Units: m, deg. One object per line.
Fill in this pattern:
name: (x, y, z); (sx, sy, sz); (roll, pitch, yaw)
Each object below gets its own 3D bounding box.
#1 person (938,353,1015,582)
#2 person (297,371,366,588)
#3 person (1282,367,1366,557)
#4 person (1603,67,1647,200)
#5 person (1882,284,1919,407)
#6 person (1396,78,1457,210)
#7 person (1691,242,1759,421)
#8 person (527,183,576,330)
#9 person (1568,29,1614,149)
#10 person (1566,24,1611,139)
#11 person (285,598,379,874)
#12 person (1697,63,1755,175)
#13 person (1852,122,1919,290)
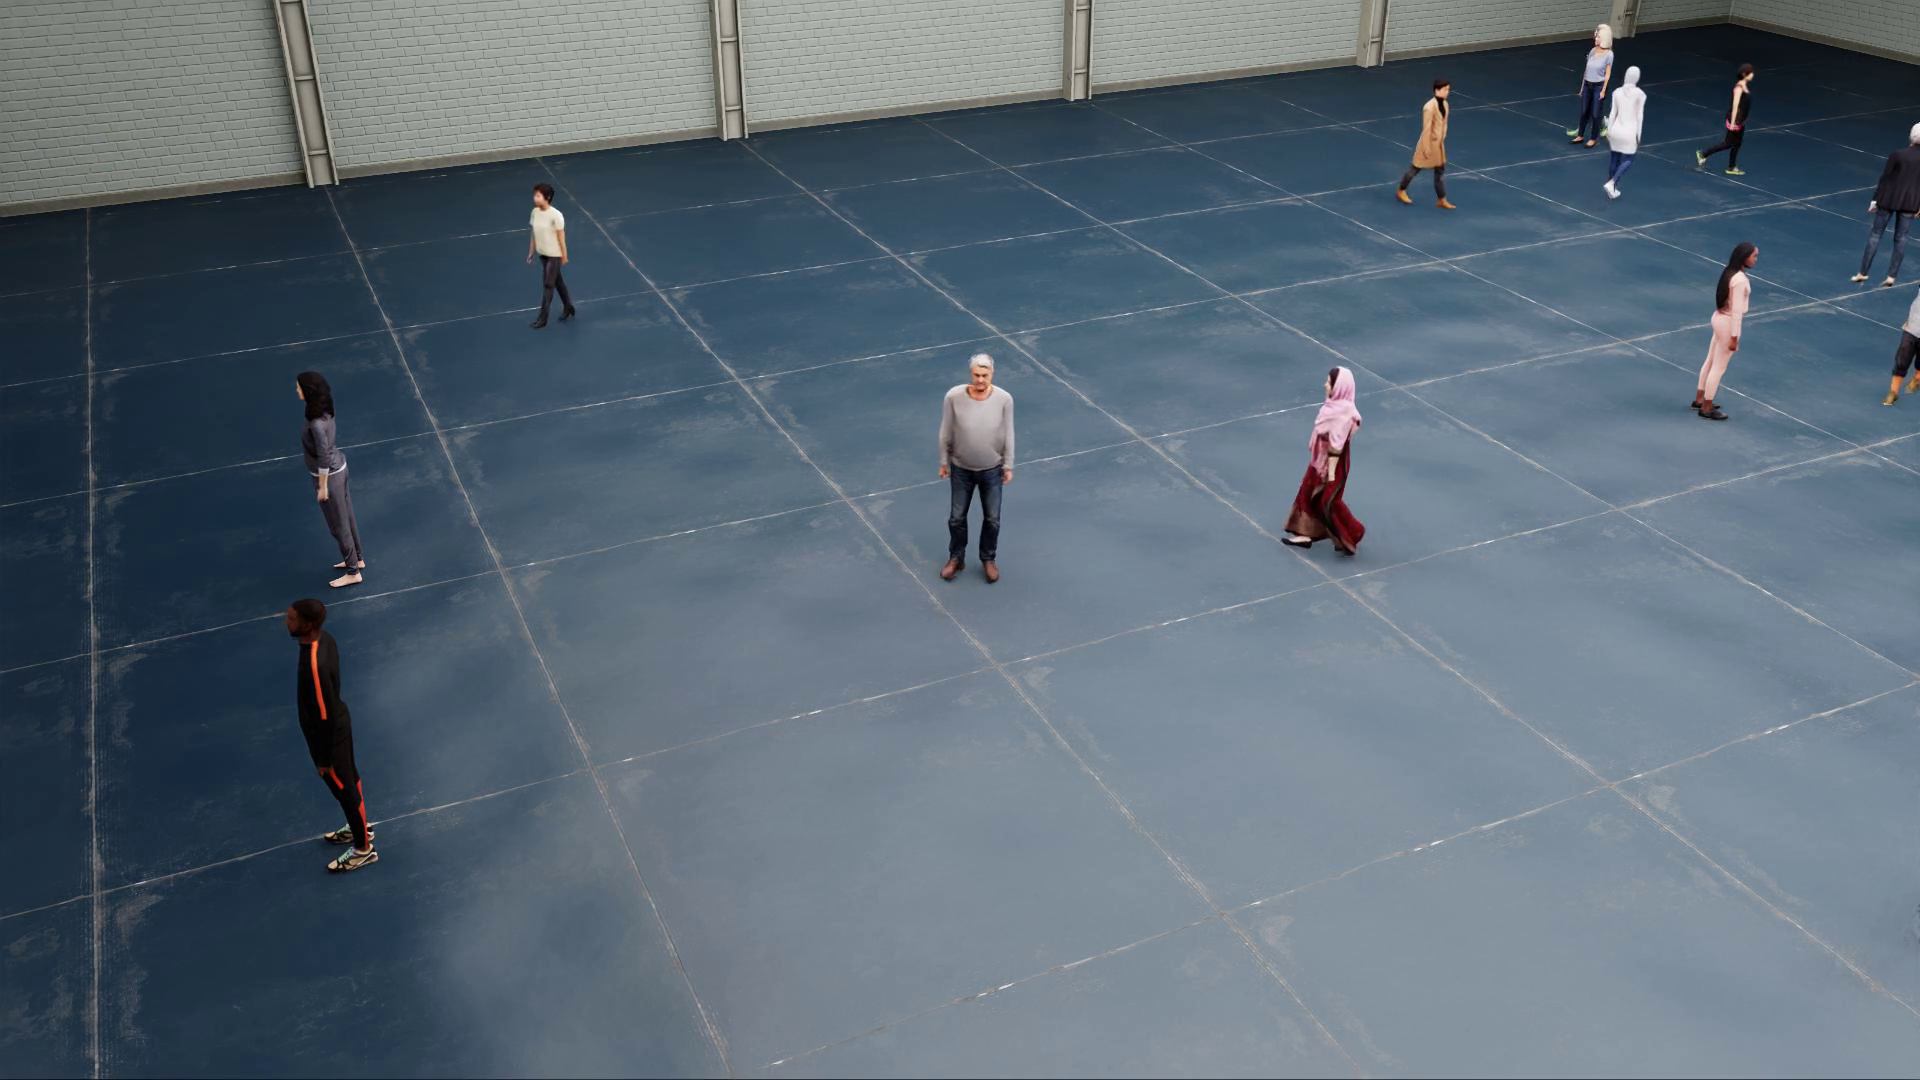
person: (0.118, -0.590, 12.990); (0.766, 1.904, 0.902); (3, 28, 6)
person: (-4.899, -0.489, 12.950); (0.605, 1.764, 0.654); (-4, 28, -8)
person: (3.028, -0.620, 13.348); (1.016, 1.622, 0.906); (3, 28, 6)
person: (8.803, -5.379, 22.127); (0.906, 1.769, 0.776); (-24, 36, -38)
person: (9.488, -2.101, 16.335); (0.812, 1.428, 1.071); (25, 37, 38)
person: (6.133, -5.228, 21.932); (1.152, 1.684, 0.960); (-23, 36, -36)
person: (7.285, -2.002, 15.835); (0.718, 1.722, 0.698); (5, 28, 9)
person: (-4.397, -3.112, 18.089); (0.811, 1.562, 0.992); (23, 36, 37)
person: (9.431, -6.715, 24.689); (0.533, 1.719, 0.586); (-15, 32, -26)
person: (9.620, -6.861, 24.995); (0.977, 1.688, 0.970); (15, 31, 25)
person: (-3.732, 1.131, 9.860); (0.557, 1.808, 0.637); (-9, 29, -16)
person: (10.827, -5.906, 23.365); (0.911, 1.535, 0.910); (14, 31, 24)
person: (9.873, -3.552, 17.570); (0.832, 1.778, 0.813); (8, 29, 14)
